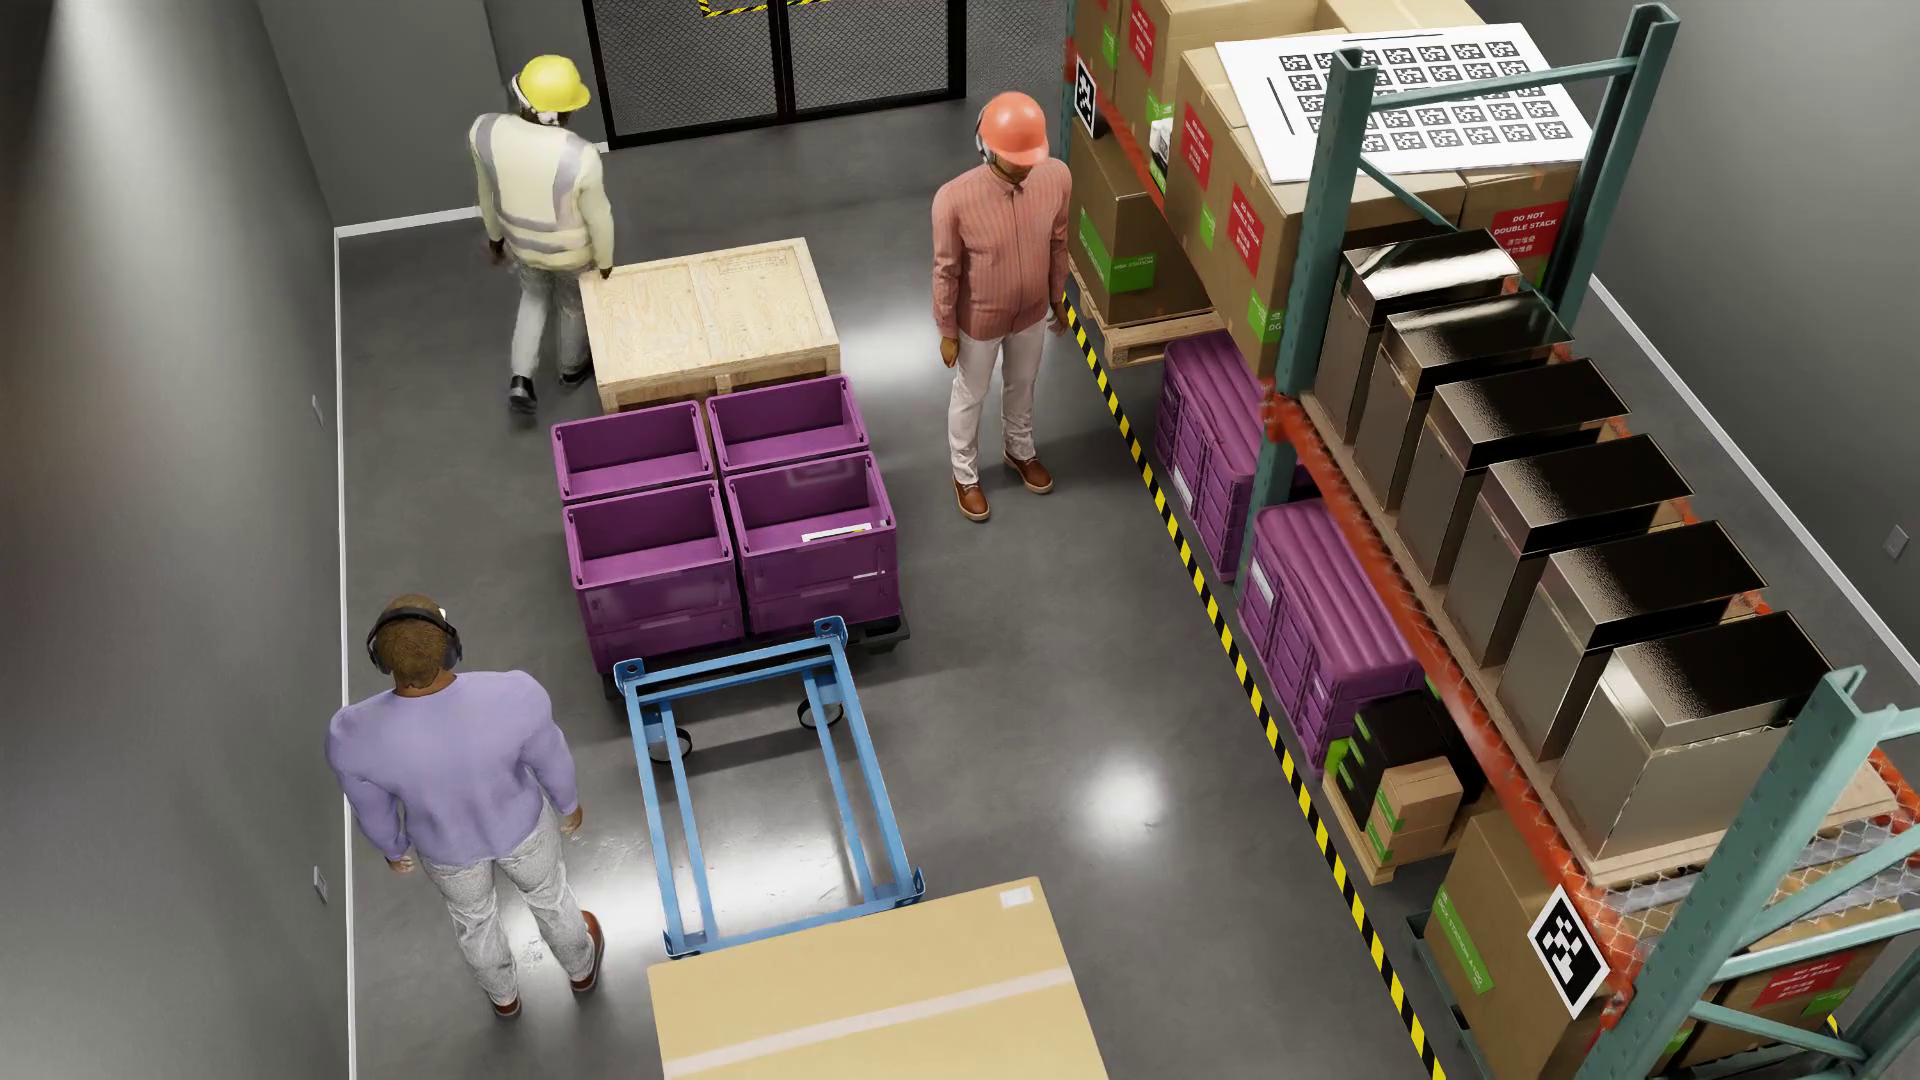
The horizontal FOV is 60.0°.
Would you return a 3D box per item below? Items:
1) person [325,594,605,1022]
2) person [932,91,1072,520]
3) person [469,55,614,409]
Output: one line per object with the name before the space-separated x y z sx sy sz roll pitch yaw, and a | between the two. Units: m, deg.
person | -1.470 0.864 5.093 0.635 1.937 0.355 -13 49 -12
person | 0.175 -0.925 6.700 0.612 1.994 0.382 -23 51 -19
person | -1.768 -1.264 7.151 0.634 1.787 0.571 11 48 10
